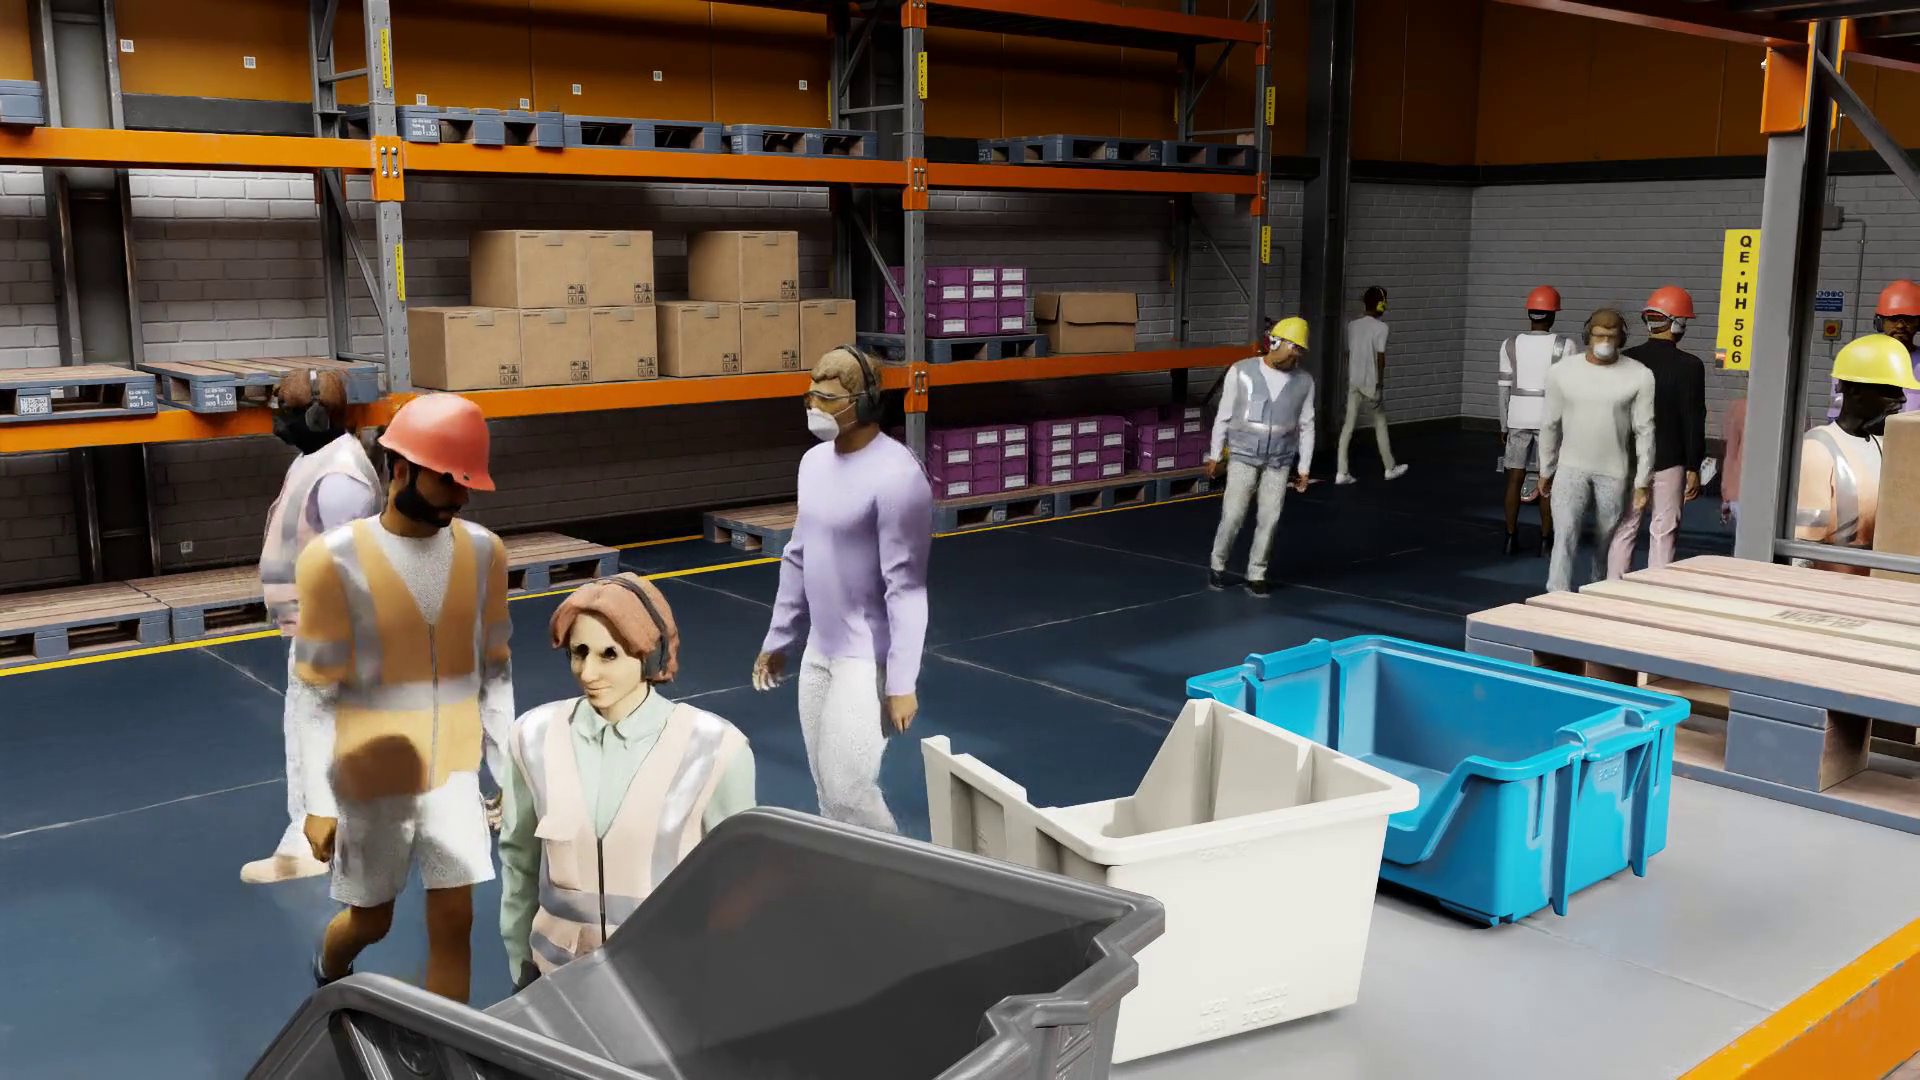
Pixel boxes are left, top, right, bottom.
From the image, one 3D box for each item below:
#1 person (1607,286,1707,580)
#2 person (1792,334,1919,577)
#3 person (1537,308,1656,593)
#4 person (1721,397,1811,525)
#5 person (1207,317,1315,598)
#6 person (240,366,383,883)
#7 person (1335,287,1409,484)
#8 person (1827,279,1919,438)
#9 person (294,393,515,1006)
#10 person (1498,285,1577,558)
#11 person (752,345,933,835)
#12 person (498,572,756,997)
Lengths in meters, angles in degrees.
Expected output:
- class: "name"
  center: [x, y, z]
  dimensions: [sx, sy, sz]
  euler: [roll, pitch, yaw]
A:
- class: "person"
  center: [3.991, -0.449, 9.539]
  dimensions: [0.396, 1.990, 0.624]
  euler: [-6, 12, -30]
- class: "person"
  center: [3.164, 0.224, 5.986]
  dimensions: [0.587, 1.919, 0.403]
  euler: [-8, 13, -37]
- class: "person"
  center: [3.641, -0.387, 9.543]
  dimensions: [0.647, 1.875, 1.032]
  euler: [5, 11, 25]
- class: "person"
  center: [4.263, -0.174, 8.690]
  dimensions: [0.576, 1.731, 0.567]
  euler: [-2, 10, -8]
- class: "person"
  center: [1.914, -0.512, 10.522]
  dimensions: [0.663, 1.777, 0.422]
  euler: [0, 10, -2]
- class: "person"
  center: [-2.174, 0.285, 5.918]
  dimensions: [0.775, 1.823, 0.634]
  euler: [-4, 11, -22]
- class: "person"
  center: [3.844, -1.443, 15.570]
  dimensions: [0.938, 1.818, 0.539]
  euler: [-8, 13, -39]
- class: "person"
  center: [4.964, -0.363, 8.917]
  dimensions: [0.608, 2.044, 0.371]
  euler: [4, 11, 22]
- class: "person"
  center: [-1.431, 0.558, 4.236]
  dimensions: [0.574, 1.885, 0.860]
  euler: [-9, 14, -42]
- class: "person"
  center: [4.113, -0.837, 11.867]
  dimensions: [0.544, 1.939, 0.354]
  euler: [6, 12, 32]
- class: "person"
  center: [-0.355, 0.371, 5.114]
  dimensions: [0.435, 1.934, 0.652]
  euler: [-6, 12, -30]
- class: "person"
  center: [-0.623, 0.866, 3.171]
  dimensions: [0.523, 1.636, 0.310]
  euler: [2, 10, 12]
